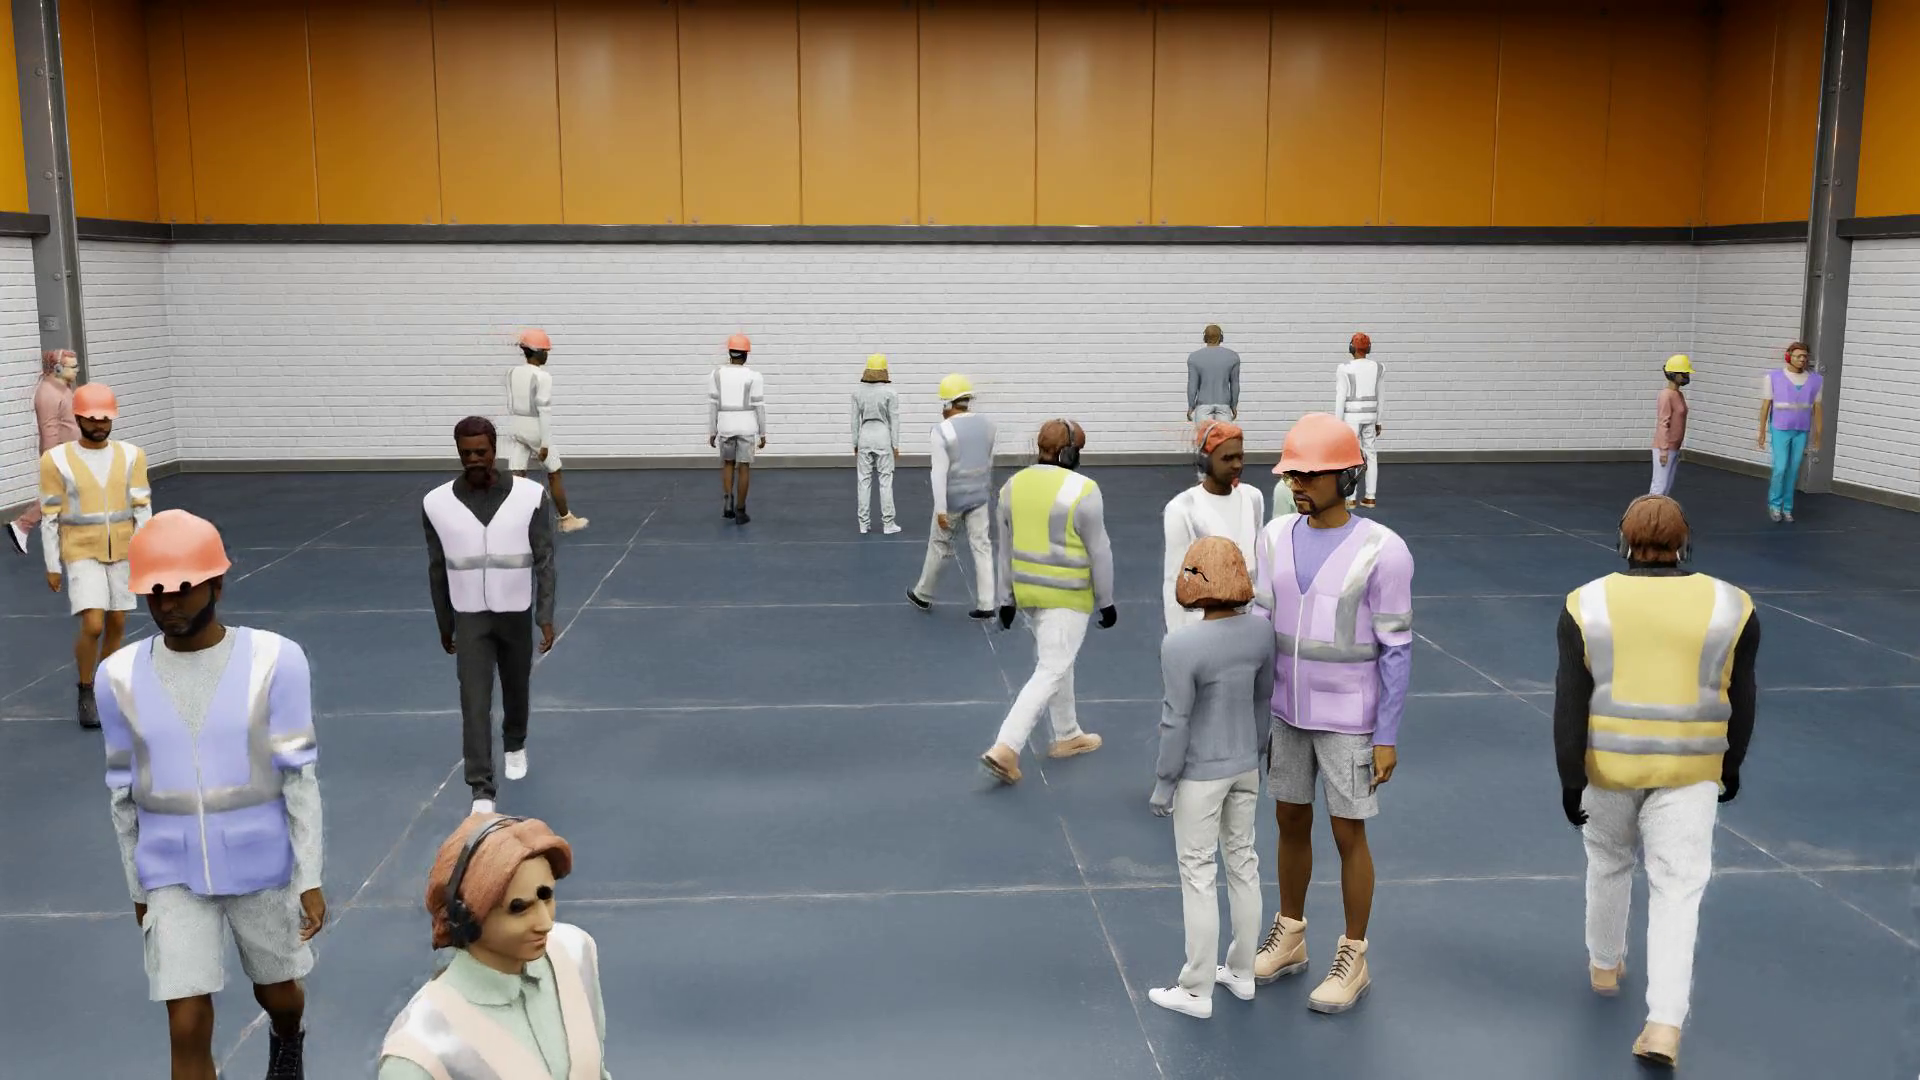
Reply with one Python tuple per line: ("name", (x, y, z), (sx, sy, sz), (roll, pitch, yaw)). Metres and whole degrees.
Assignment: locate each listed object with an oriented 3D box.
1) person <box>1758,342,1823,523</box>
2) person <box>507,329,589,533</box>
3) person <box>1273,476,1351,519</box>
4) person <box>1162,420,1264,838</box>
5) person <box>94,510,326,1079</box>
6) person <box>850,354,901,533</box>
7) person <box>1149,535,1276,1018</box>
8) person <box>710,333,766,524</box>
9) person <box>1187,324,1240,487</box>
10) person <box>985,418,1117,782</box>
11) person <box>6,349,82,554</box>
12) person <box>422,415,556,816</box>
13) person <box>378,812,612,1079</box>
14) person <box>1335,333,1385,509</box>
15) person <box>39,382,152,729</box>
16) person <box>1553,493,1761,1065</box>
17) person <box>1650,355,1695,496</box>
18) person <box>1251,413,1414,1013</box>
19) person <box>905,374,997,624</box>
("person", (8.371, -1.072, 16.726), (0.595, 1.831, 0.531), (0, 9, 2))
("person", (-4.048, -1.000, 15.821), (0.632, 1.995, 1.041), (6, 11, 34))
("person", (2.033, 0.152, 9.752), (0.503, 1.615, 0.640), (-3, 9, -15))
("person", (1.123, 0.389, 7.455), (0.597, 1.867, 0.495), (-7, 11, -36))
("person", (-1.986, 0.842, 4.485), (0.544, 1.915, 0.858), (-2, 9, -13))
("person", (-0.814, -0.933, 16.147), (0.488, 1.743, 0.317), (3, 9, 16))
("person", (0.852, 0.796, 5.638), (0.500, 1.633, 0.281), (-7, 11, -37))
("person", (-2.225, -1.116, 16.743), (0.571, 1.920, 0.421), (1, 9, 9))
("person", (2.959, -1.558, 19.474), (0.627, 1.936, 0.373), (0, 9, -2))
("person", (0.428, 0.288, 8.322), (0.910, 1.805, 0.617), (-8, 12, -40))
("person", (-7.957, -0.738, 14.548), (0.746, 1.872, 0.668), (-3, 9, -15))
("person", (-2.222, 0.324, 7.902), (0.588, 1.868, 1.031), (-2, 9, -15))
("person", (-0.756, 1.243, 2.818), (0.375, 1.626, 0.542), (4, 10, 23))
("person", (4.275, -1.273, 17.847), (0.574, 1.882, 0.358), (-3, 9, -15))
("person", (-4.719, 0.090, 9.172), (0.516, 1.915, 0.537), (8, 12, 42))
("person", (2.260, 0.748, 5.445), (0.621, 1.803, 0.957), (3, 10, 20))
("person", (6.628, -0.841, 15.496), (0.330, 1.767, 0.528), (7, 11, 37))
("person", (1.215, 0.587, 5.668), (0.392, 2.041, 0.615), (-8, 12, -41))
("person", (-0.035, -0.310, 12.107), (0.598, 1.785, 0.890), (-6, 11, -33))
